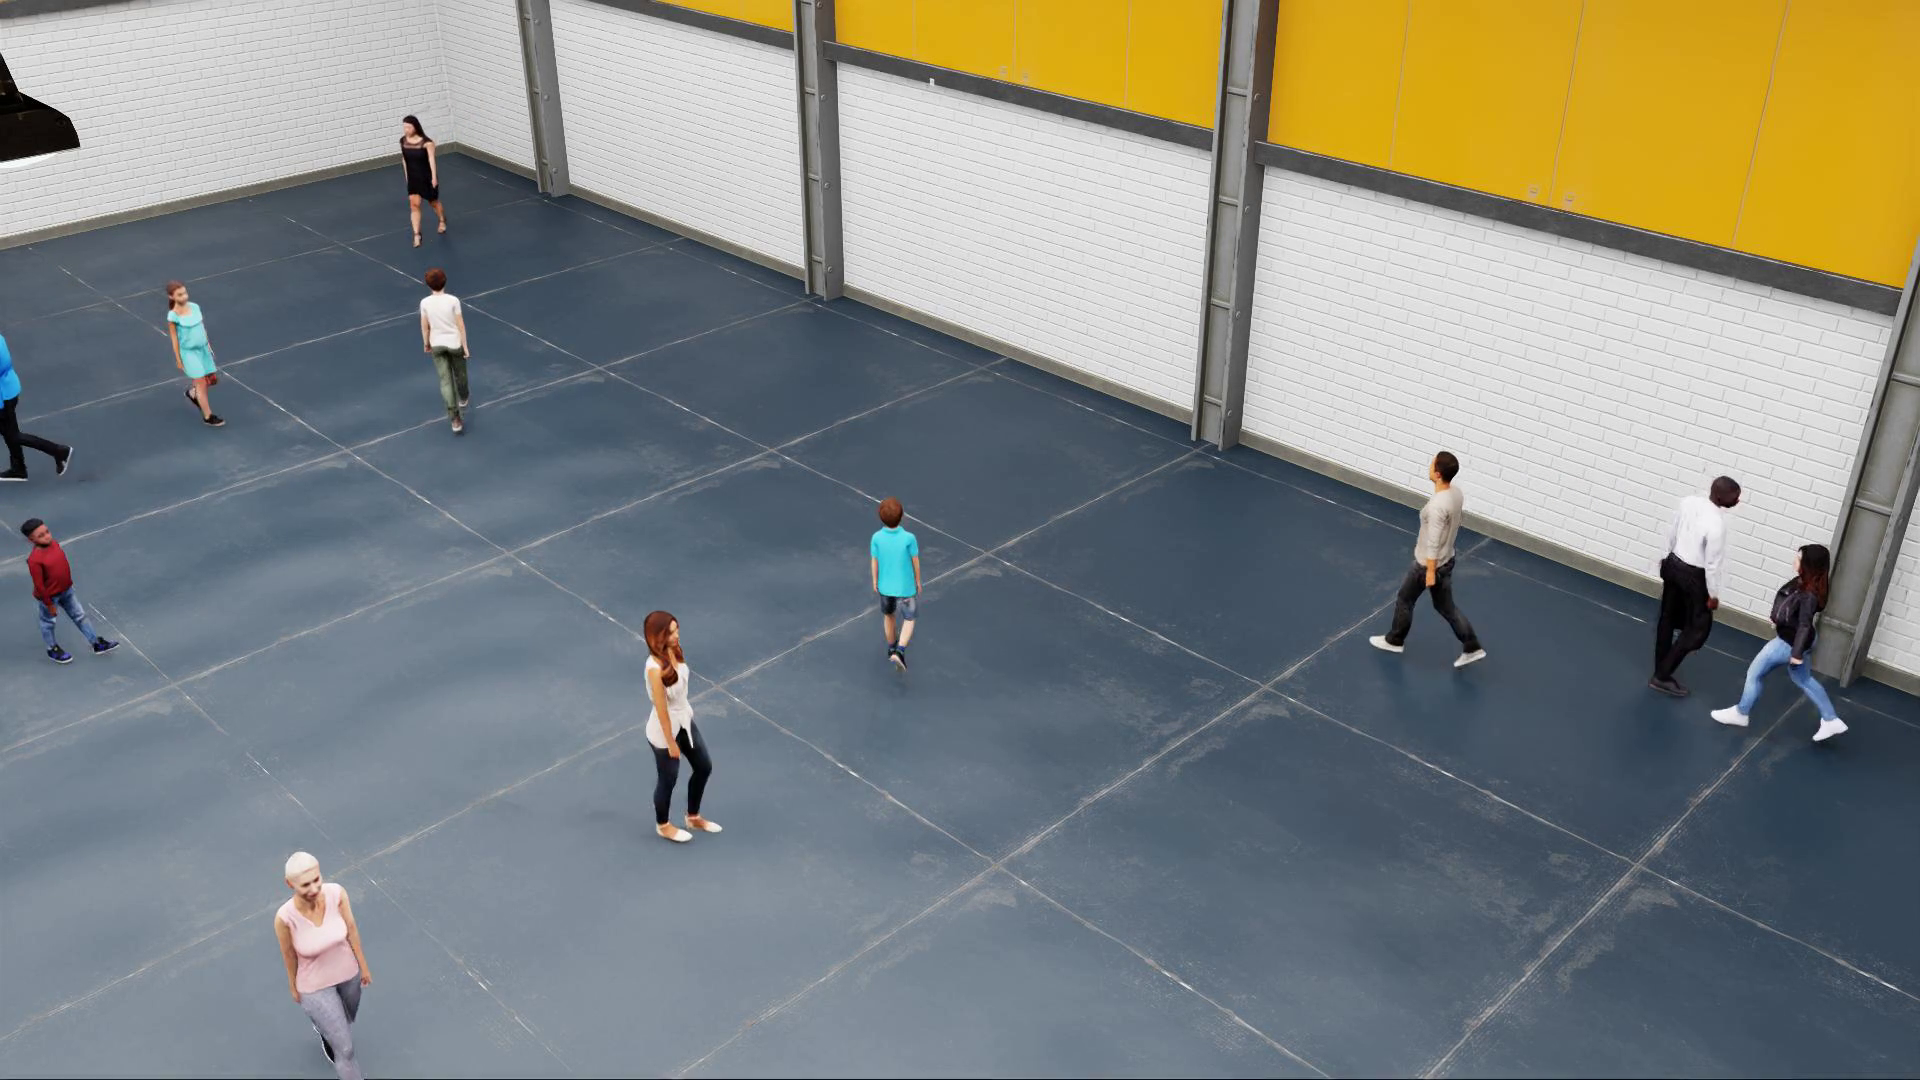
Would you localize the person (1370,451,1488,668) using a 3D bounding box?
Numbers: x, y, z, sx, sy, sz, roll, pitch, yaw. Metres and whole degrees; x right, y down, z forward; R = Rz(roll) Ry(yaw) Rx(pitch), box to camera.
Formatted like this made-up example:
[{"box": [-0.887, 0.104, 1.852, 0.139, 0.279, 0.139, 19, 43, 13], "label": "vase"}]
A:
[{"box": [3.732, 0.187, 12.736, 1.180, 1.781, 0.774, 19, 34, 31], "label": "person"}]

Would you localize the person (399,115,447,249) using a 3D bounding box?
[{"box": [-7.027, -4.735, 21.869, 1.092, 1.676, 1.081, 5, 29, 9], "label": "person"}]

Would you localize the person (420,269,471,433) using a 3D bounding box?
[{"box": [-5.155, -1.878, 16.700, 1.002, 1.610, 1.188, -6, 29, -10], "label": "person"}]

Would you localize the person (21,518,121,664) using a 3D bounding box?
[{"box": [-7.100, 0.394, 12.925, 0.861, 1.237, 0.741, 6, 29, 10], "label": "person"}]

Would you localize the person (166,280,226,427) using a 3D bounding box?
[{"box": [-7.791, -1.904, 16.813, 0.861, 1.548, 0.704, 13, 31, 23], "label": "person"}]

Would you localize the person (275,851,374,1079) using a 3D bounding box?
[{"box": [-3.412, 2.319, 8.918, 1.091, 1.695, 0.535, 25, 38, 38], "label": "person"}]

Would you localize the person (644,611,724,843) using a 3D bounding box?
[{"box": [-1.966, 1.222, 10.849, 0.808, 1.773, 0.757, 7, 29, 13], "label": "person"}]

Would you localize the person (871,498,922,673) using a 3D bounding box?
[{"box": [-0.496, 0.361, 12.777, 0.817, 1.437, 0.822, 6, 29, 10], "label": "person"}]

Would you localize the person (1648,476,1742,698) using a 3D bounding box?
[{"box": [5.466, 0.288, 12.521, 0.863, 1.810, 0.738, -18, 34, -30], "label": "person"}]

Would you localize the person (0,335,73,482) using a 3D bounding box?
[{"box": [-8.839, -1.341, 15.544, 0.971, 1.775, 1.021, -8, 30, -14], "label": "person"}]

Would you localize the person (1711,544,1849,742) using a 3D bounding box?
[{"box": [6.031, 0.761, 11.884, 1.170, 1.589, 0.790, 19, 34, 31], "label": "person"}]
